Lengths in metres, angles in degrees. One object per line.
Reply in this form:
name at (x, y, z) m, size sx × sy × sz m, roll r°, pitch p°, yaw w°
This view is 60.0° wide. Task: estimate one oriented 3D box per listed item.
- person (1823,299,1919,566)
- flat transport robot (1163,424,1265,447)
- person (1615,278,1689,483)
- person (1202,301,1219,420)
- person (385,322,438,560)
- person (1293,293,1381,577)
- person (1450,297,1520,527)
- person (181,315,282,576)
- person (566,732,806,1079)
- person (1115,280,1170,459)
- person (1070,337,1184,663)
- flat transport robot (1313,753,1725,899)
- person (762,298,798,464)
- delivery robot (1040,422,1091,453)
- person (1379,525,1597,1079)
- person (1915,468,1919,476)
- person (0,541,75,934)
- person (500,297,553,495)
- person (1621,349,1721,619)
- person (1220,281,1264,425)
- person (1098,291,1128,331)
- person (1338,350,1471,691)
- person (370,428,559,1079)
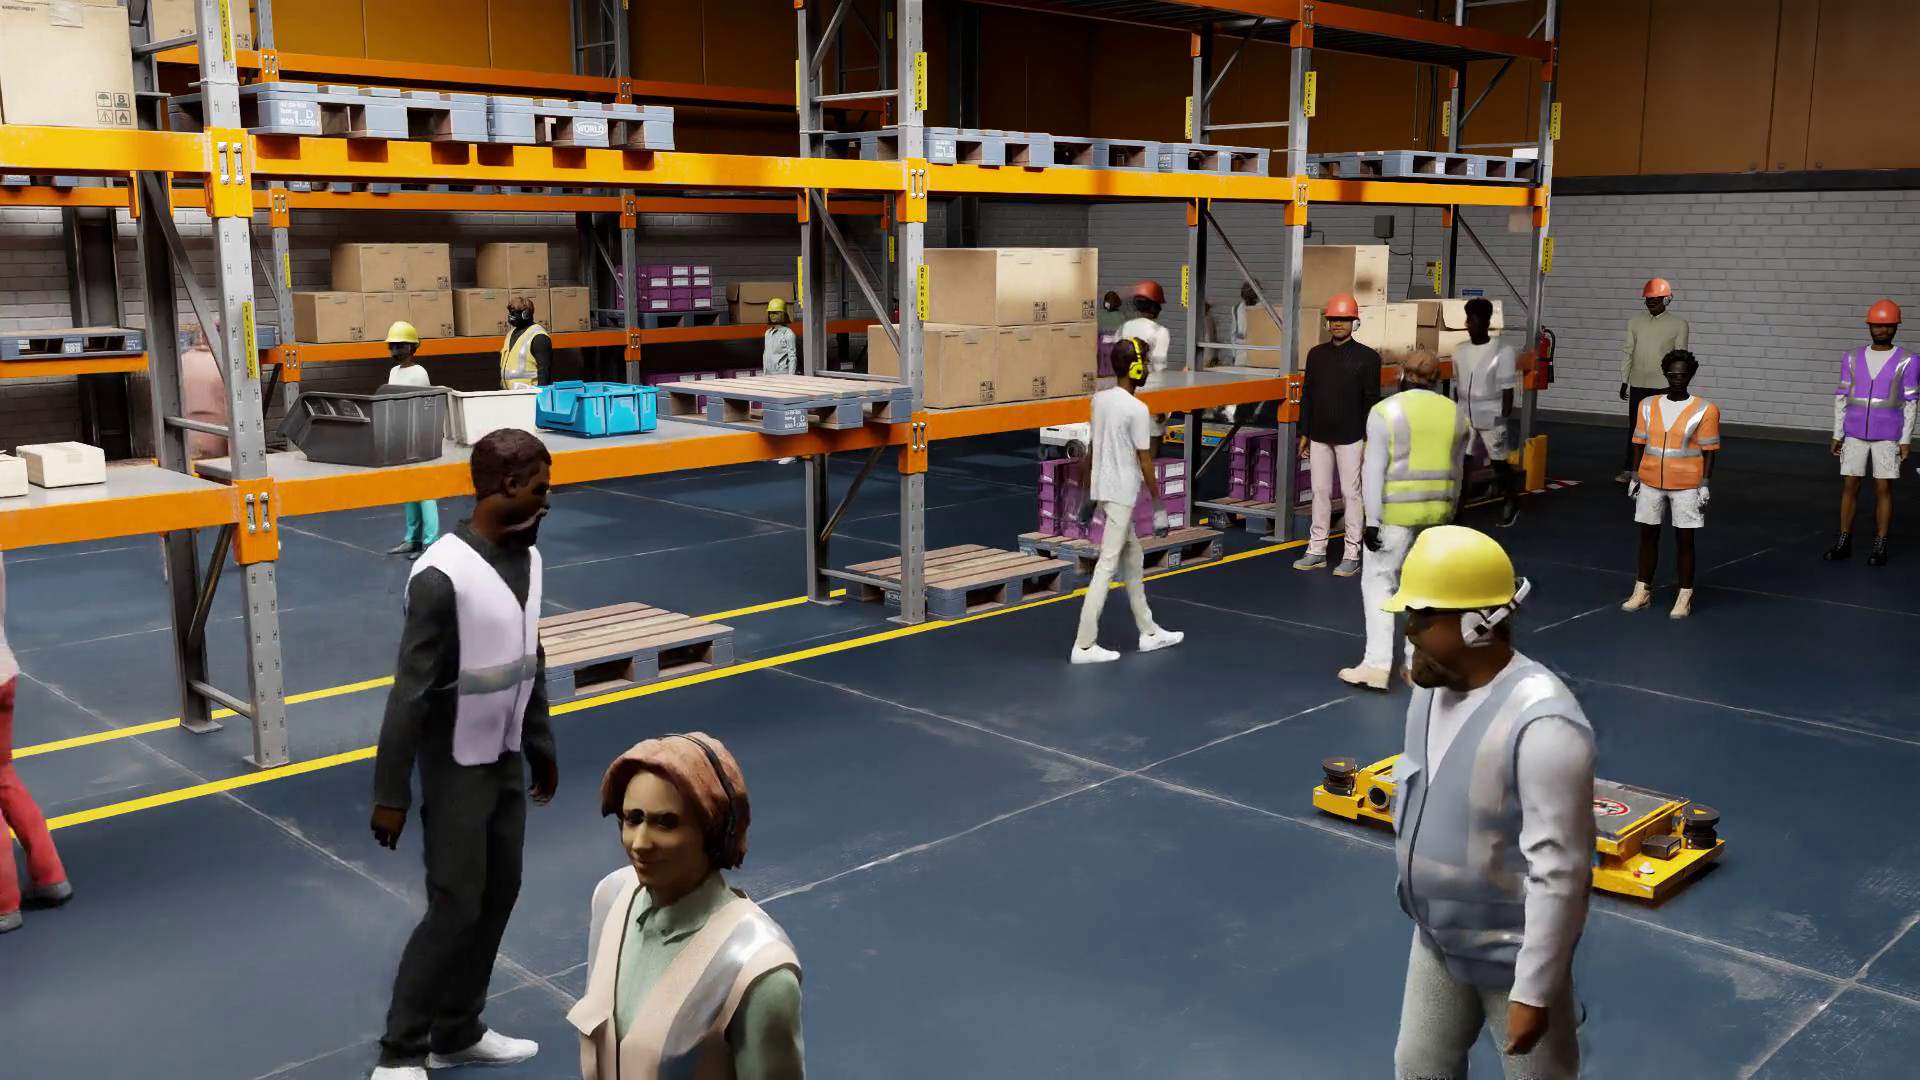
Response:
person at (6.675, -0.780, 12.183) m, size 0.553 × 1.937 × 0.374 m, roll 10°, pitch 14°, yaw 44°
flat transport robot at (2.933, -1.176, 18.884) m, size 0.652 × 0.197 × 1.431 m, roll -10°, pitch 15°, yaw -44°
person at (6.681, -1.522, 16.069) m, size 0.622 × 1.993 × 0.382 m, roll 10°, pitch 14°, yaw 44°
person at (3.196, -2.374, 21.739) m, size 0.374 × 1.607 × 0.570 m, roll 7°, pitch 13°, yaw 34°
person at (-4.117, -0.740, 12.421) m, size 0.533 × 1.772 × 0.298 m, roll 10°, pitch 14°, yaw 44°
person at (2.679, -0.745, 11.823) m, size 0.622 × 1.996 × 0.368 m, roll 10°, pitch 14°, yaw 44°
person at (4.297, -1.017, 13.527) m, size 0.947 × 1.930 × 0.613 m, roll -9°, pitch 14°, yaw -42°
person at (-5.315, -0.669, 11.851) m, size 0.638 × 1.842 × 1.057 m, roll 1°, pitch 10°, yaw 4°
person at (-0.439, 1.103, 2.709) m, size 0.522 × 1.645 × 0.305 m, roll 10°, pitch 14°, yaw 44°
person at (1.540, -1.271, 14.649) m, size 0.827 × 2.021 × 0.616 m, roll -9°, pitch 13°, yaw -39°
person at (1.002, -0.219, 9.398) m, size 0.892 × 1.829 × 0.545 m, roll -5°, pitch 11°, yaw -24°
flat transport robot at (2.201, 1.069, 6.644) m, size 0.652 × 0.197 × 1.431 m, roll -10°, pitch 14°, yaw -44°
person at (-1.923, -1.679, 17.601) m, size 0.492 × 1.746 × 0.284 m, roll 10°, pitch 14°, yaw 44°
delivery robot at (1.188, -1.151, 17.718) m, size 0.477 × 0.478 × 0.707 m, roll -10°, pitch 14°, yaw -44°
person at (1.251, 0.853, 3.695) m, size 0.676 × 1.798 × 0.610 m, roll -3°, pitch 11°, yaw -15°
person at (9.450, -1.350, 15.448) m, size 0.626 × 1.874 × 0.981 m, roll -9°, pitch 13°, yaw -39°
person at (-3.351, 0.523, 5.681) m, size 0.384 × 1.726 × 0.560 m, roll -2°, pitch 11°, yaw -9°
person at (-4.028, -1.324, 15.406) m, size 0.633 × 1.842 × 0.429 m, roll 10°, pitch 14°, yaw 44°
person at (4.486, -0.355, 10.507) m, size 0.540 × 1.699 × 0.315 m, roll 10°, pitch 14°, yaw 44°
person at (3.642, -2.360, 21.083) m, size 0.579 × 1.827 × 0.988 m, roll 6°, pitch 12°, yaw 31°
person at (2.108, -2.644, 23.170) m, size 0.507 × 1.632 × 0.275 m, roll 10°, pitch 14°, yaw 44°
person at (2.401, -0.110, 8.908) m, size 0.679 × 1.803 × 0.465 m, roll -4°, pitch 11°, yaw -19°
person at (-1.378, 0.627, 4.682) m, size 0.452 × 1.874 × 0.652 m, roll 2°, pitch 11°, yaw 11°
